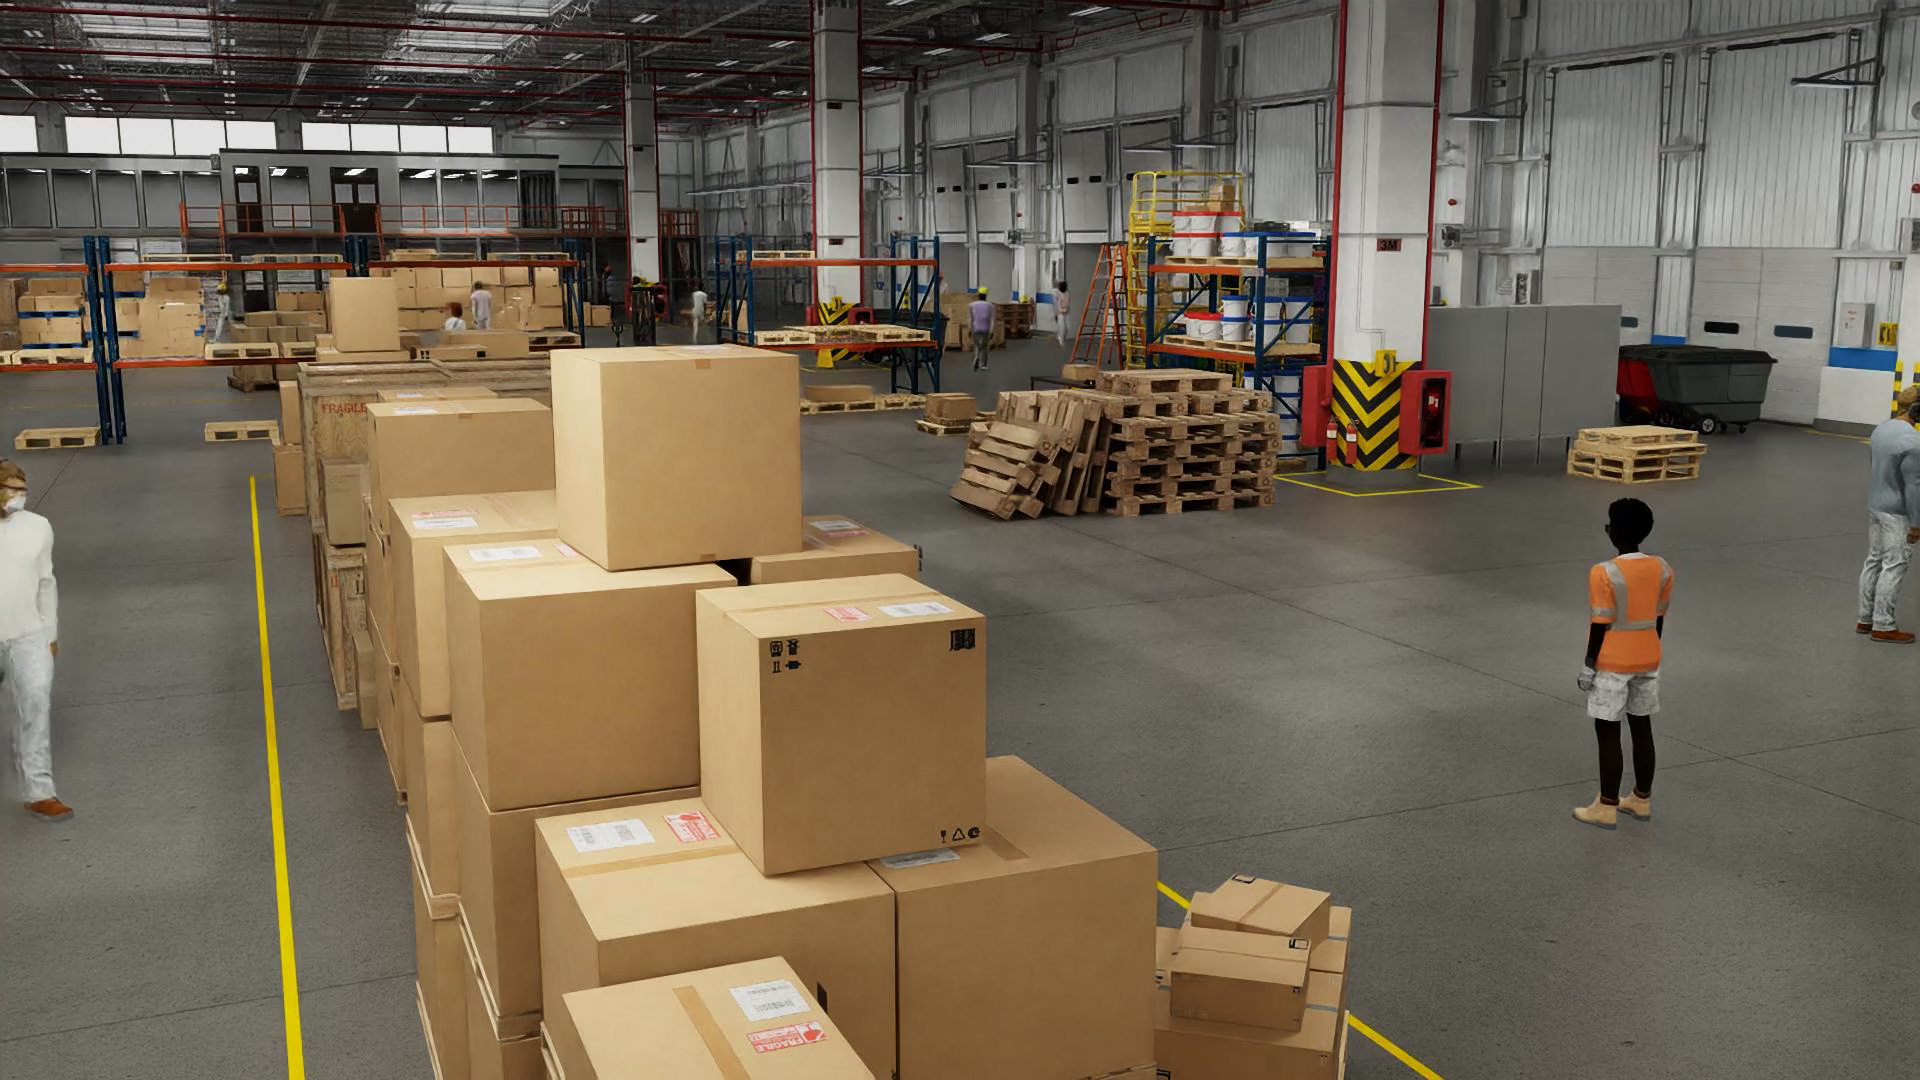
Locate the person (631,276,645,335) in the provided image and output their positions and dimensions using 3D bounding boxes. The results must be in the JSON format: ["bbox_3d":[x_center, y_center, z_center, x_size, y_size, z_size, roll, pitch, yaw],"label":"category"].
[{"bbox_3d":[-10.050,-7.310,51.879,0.431,1.836,0.618,2,10,9],"label":"person"}]

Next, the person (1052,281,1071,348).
[{"bbox_3d":[2.803,-6.211,45.812,0.637,1.828,0.438,-10,14,-43],"label":"person"}]

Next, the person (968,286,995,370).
[{"bbox_3d":[0.490,-4.816,37.904,0.607,1.911,0.506,1,10,5],"label":"person"}]

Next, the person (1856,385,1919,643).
[{"bbox_3d":[6.966,-0.189,12.371,0.384,1.928,0.636,0,10,1],"label":"person"}]

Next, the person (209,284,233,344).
[{"bbox_3d":[-20.851,-6.376,47.068,0.508,1.689,0.889,6,12,32],"label":"person"}]

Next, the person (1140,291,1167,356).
[{"bbox_3d":[4.845,-5.517,41.926,0.633,1.852,0.846,9,13,39],"label":"person"}]

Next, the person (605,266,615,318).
[{"bbox_3d":[-13.274,-9.395,63.064,0.360,1.939,0.543,-2,10,-9],"label":"person"}]

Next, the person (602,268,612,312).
[{"bbox_3d":[-14.577,-10.276,68.234,0.582,1.839,0.977,-5,11,-24],"label":"person"}]

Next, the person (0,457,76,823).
[{"bbox_3d":[-5.031,0.503,8.672,0.982,1.890,0.662,8,13,36],"label":"person"}]

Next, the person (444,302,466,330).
[{"bbox_3d":[-9.231,-3.414,30.330,0.839,1.861,0.577,-9,14,-42],"label":"person"}]

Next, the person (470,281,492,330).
[{"bbox_3d":[-12.557,-5.823,43.523,1.020,1.884,0.655,10,14,43],"label":"person"}]

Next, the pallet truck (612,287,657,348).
[{"bbox_3d":[-6.464,-4.406,35.401,0.823,1.965,1.885,6,12,32],"label":"pallet truck"}]

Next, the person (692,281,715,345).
[{"bbox_3d":[-7.104,-6.172,45.631,0.538,1.816,0.973,5,11,24],"label":"person"}]

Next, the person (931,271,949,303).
[{"bbox_3d":[-0.660,-7.568,52.888,0.619,1.976,0.643,-3,11,-17],"label":"person"}]

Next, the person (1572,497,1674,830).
[{"bbox_3d":[3.377,0.628,8.487,0.539,1.695,0.318,-5,11,-26],"label":"person"}]
